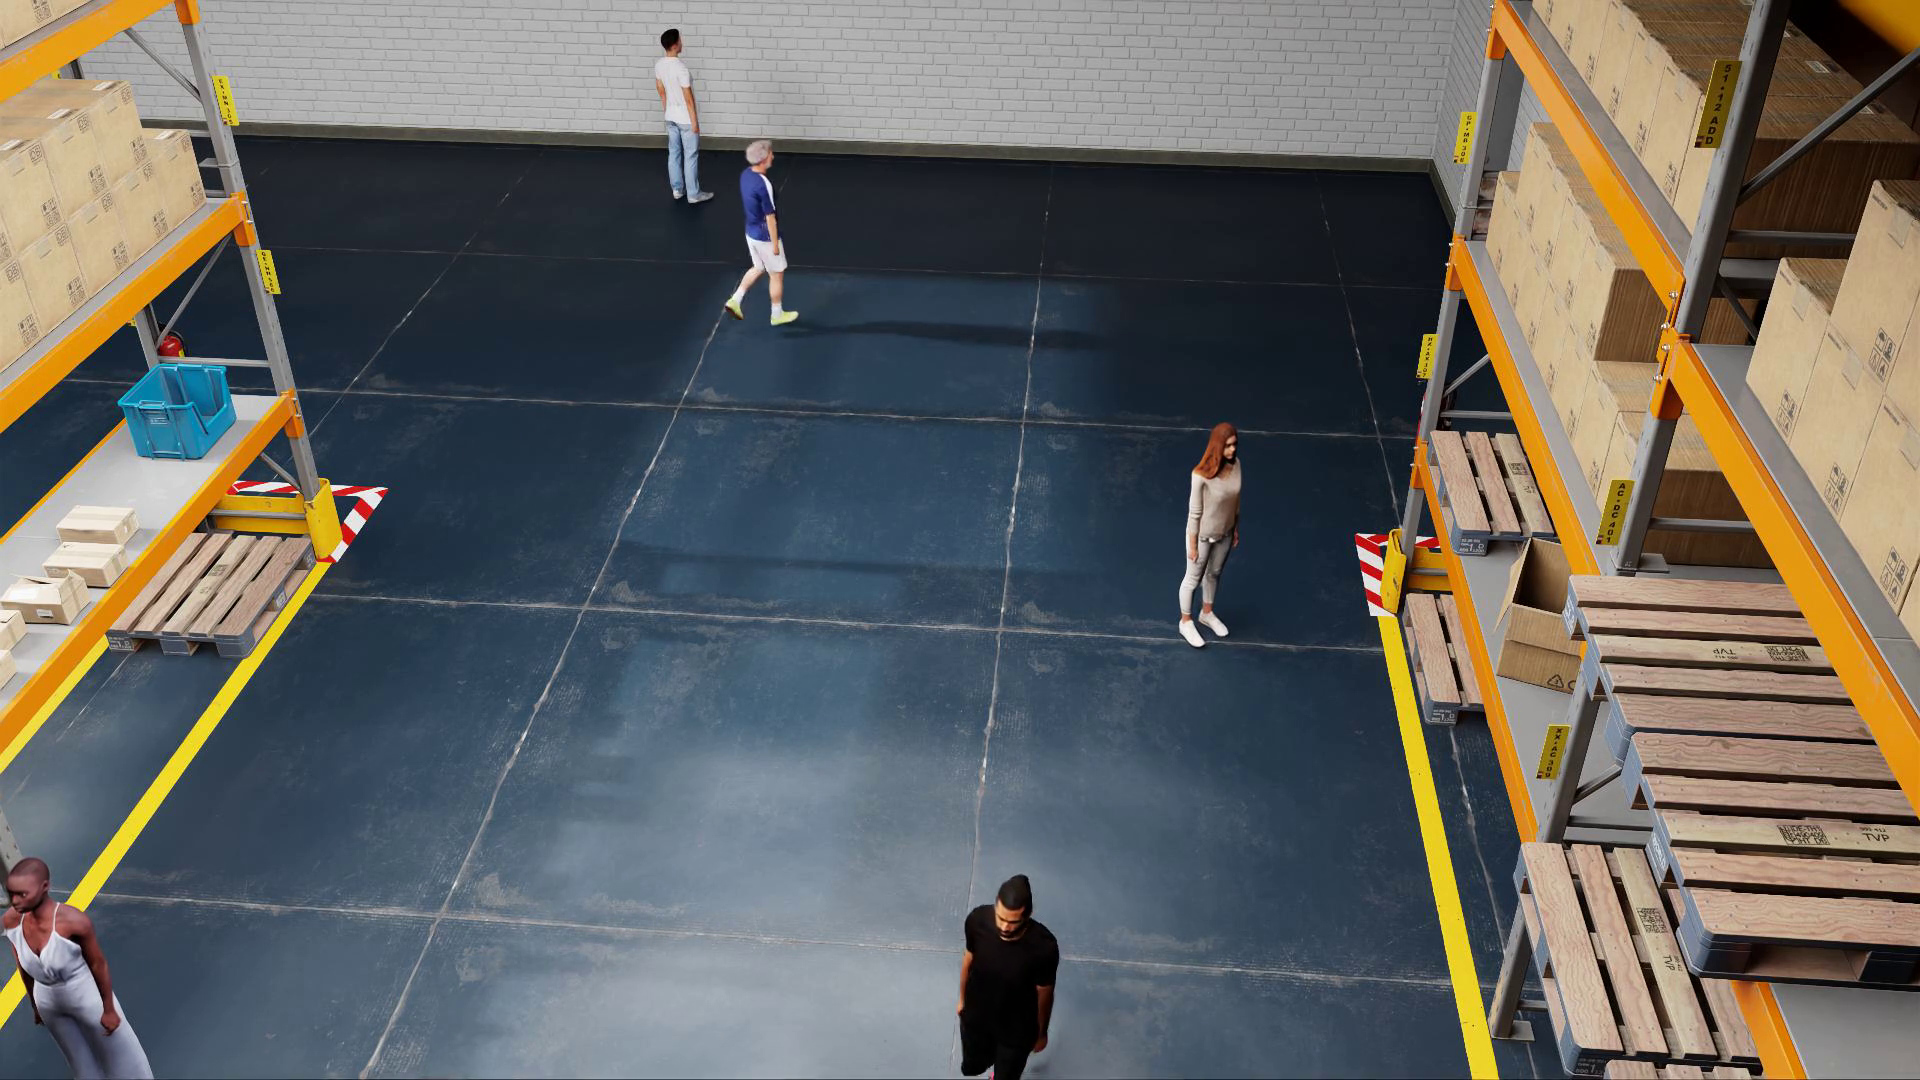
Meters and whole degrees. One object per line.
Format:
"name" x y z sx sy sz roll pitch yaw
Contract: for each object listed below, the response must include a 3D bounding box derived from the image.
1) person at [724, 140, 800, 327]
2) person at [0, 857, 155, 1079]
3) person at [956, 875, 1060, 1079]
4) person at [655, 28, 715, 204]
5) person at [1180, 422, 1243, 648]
"person" -1.869 -2.783 15.244 1.042 1.824 0.999 -22 40 -30
"person" -4.147 2.173 7.824 0.565 1.783 0.463 3 34 4
"person" 0.241 2.182 7.848 0.848 1.743 0.972 19 38 26
"person" -3.005 -4.560 17.879 0.759 1.867 0.777 25 41 33
"person" 1.689 -0.065 11.259 0.661 1.709 0.705 -21 39 -28
